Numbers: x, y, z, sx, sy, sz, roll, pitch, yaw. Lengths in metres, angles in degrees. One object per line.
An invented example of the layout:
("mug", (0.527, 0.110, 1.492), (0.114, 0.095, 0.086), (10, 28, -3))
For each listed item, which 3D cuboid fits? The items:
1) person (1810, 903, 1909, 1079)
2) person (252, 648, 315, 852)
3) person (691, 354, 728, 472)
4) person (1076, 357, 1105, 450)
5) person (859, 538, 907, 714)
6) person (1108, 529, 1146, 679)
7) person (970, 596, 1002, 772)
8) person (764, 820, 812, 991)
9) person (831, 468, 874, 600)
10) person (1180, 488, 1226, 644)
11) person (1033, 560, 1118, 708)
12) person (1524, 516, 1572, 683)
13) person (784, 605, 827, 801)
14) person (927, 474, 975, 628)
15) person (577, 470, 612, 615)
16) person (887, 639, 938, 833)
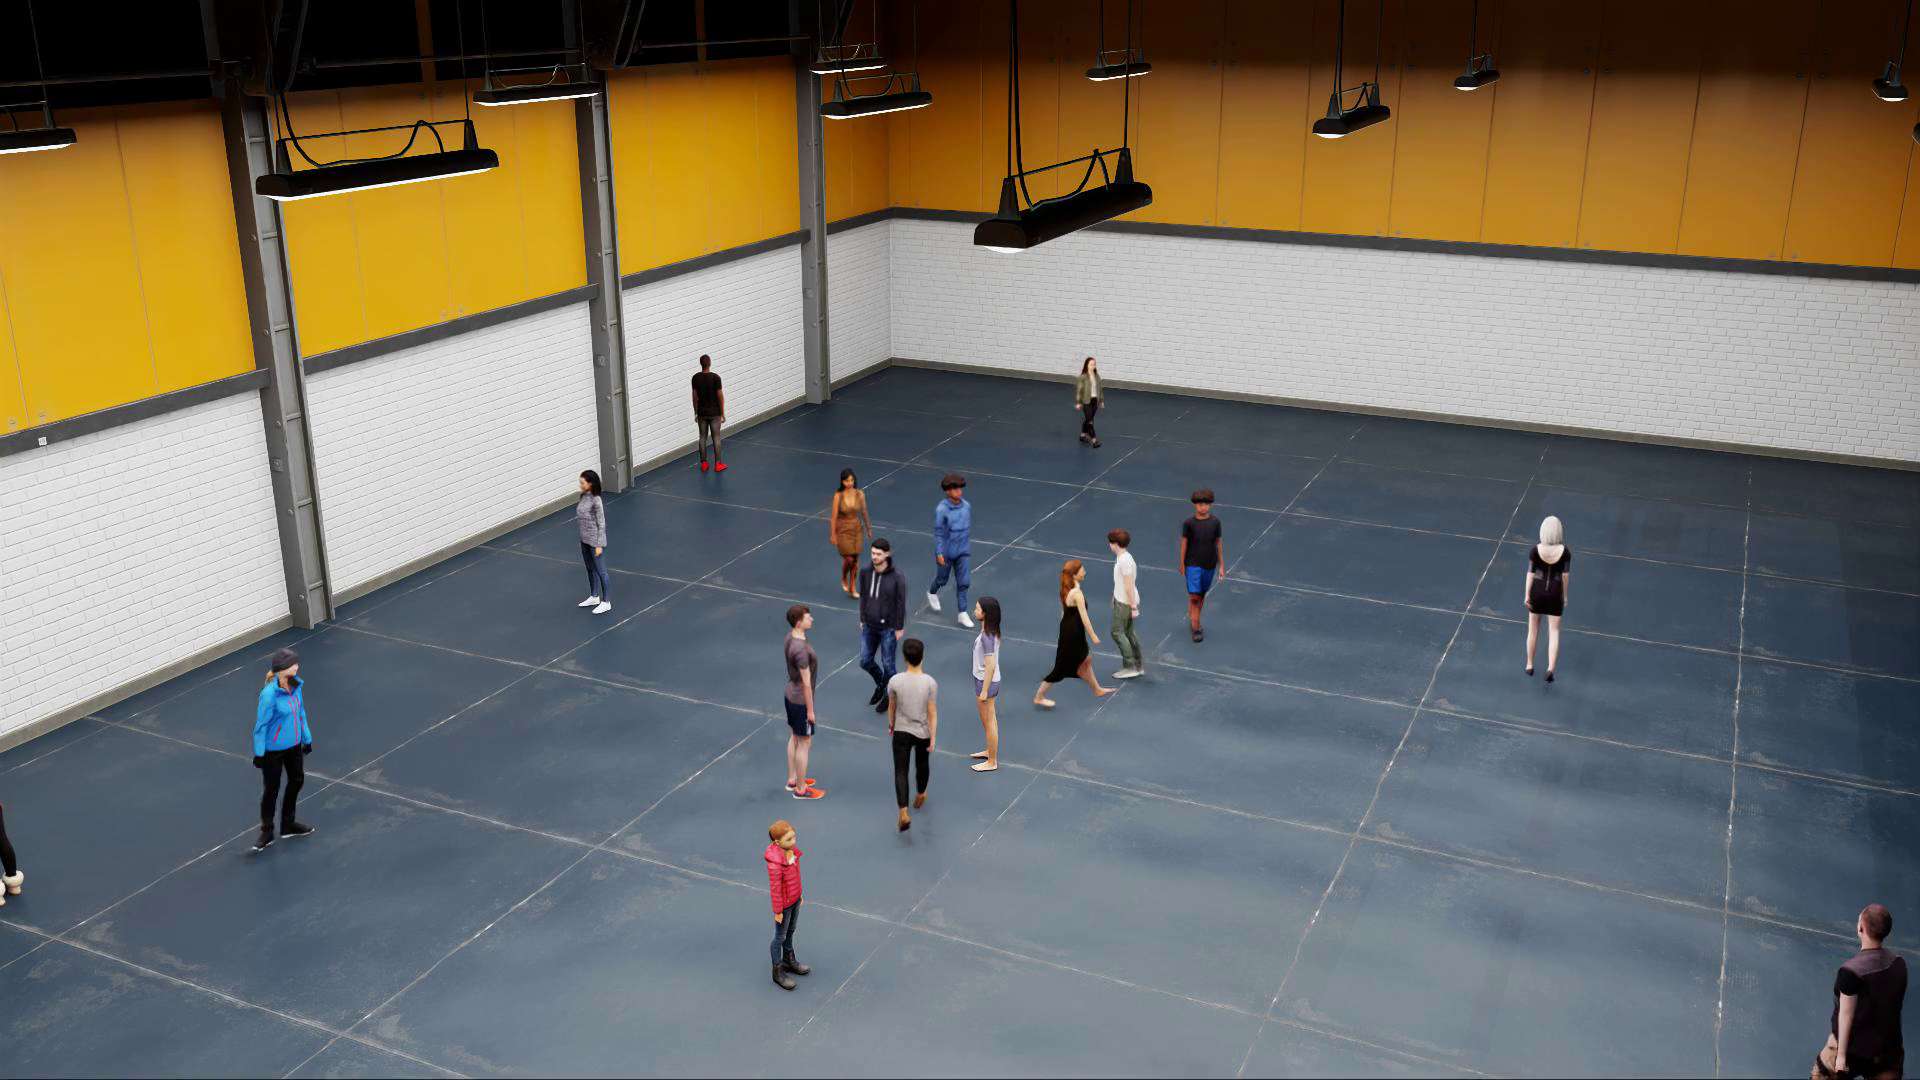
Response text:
("person", (5.641, 3.178, 10.212), (1.179, 1.791, 1.261), (-8, 20, -22))
("person", (-5.908, 1.805, 14.309), (0.857, 1.777, 0.519), (13, 22, 33))
("person", (-3.845, -1.947, 25.408), (0.697, 1.805, 0.631), (3, 19, 9))
("person", (2.055, -2.208, 26.764), (0.994, 1.435, 1.006), (-10, 21, -26))
("person", (-0.756, 0.836, 17.023), (0.684, 1.882, 0.619), (8, 20, 23))
("person", (1.837, 0.700, 17.845), (0.806, 1.615, 0.726), (-3, 19, -8))
("person", (0.257, 1.341, 15.756), (0.713, 1.734, 0.578), (1, 19, 2))
("person", (-1.309, 2.689, 12.405), (0.562, 1.318, 0.430), (8, 20, 23))
("person", (-1.379, -0.079, 20.063), (0.770, 1.675, 0.854), (-13, 23, -34))
("person", (2.724, 0.250, 18.947), (0.942, 1.765, 1.114), (-2, 19, -7))
("person", (1.054, 1.004, 17.006), (1.034, 1.574, 1.118), (-3, 19, -8))
("person", (6.258, 0.625, 17.720), (0.643, 1.837, 0.718), (5, 19, 15))
("person", (-1.462, 1.466, 15.202), (0.772, 1.851, 0.717), (-7, 20, -20))
("person", (-0.131, 0.089, 19.404), (1.151, 1.779, 1.111), (-10, 21, -28))
("person", (-4.357, -0.007, 19.755), (0.650, 1.736, 0.676), (-16, 25, -40))
("person", (-0.434, 1.740, 14.655), (0.885, 1.681, 1.190), (1, 19, 4))
